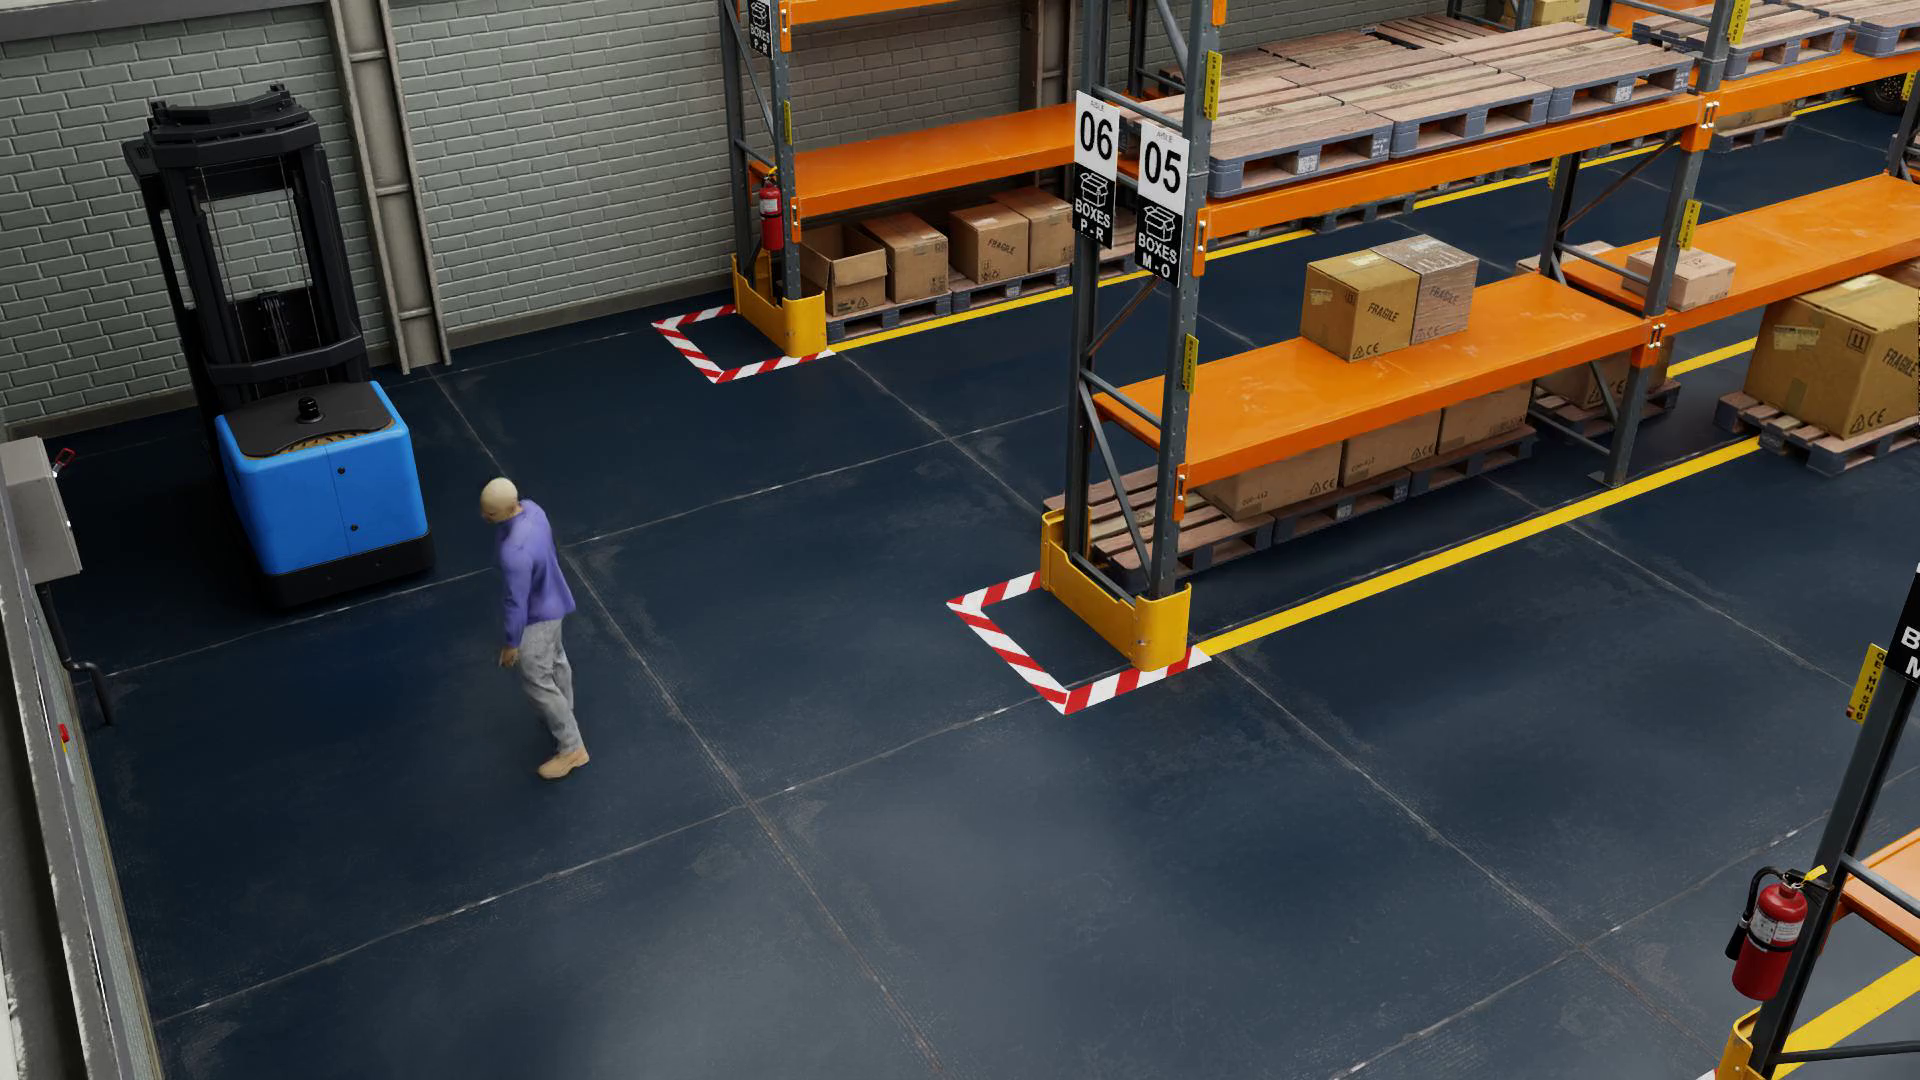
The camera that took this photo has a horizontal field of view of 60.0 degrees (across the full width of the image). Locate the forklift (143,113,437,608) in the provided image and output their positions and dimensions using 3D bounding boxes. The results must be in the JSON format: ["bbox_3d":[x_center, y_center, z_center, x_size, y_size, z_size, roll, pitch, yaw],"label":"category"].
[{"bbox_3d":[-4.289,-1.259,10.509,1.129,2.768,1.873,-17,36,-26],"label":"forklift"}]

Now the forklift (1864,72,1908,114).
[{"bbox_3d":[11.468,-5.645,18.244,1.214,2.155,2.313,-17,36,-26],"label":"forklift"}]

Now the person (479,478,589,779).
[{"bbox_3d":[-2.235,0.412,8.855,0.398,1.773,0.685,1,32,1],"label":"person"}]
